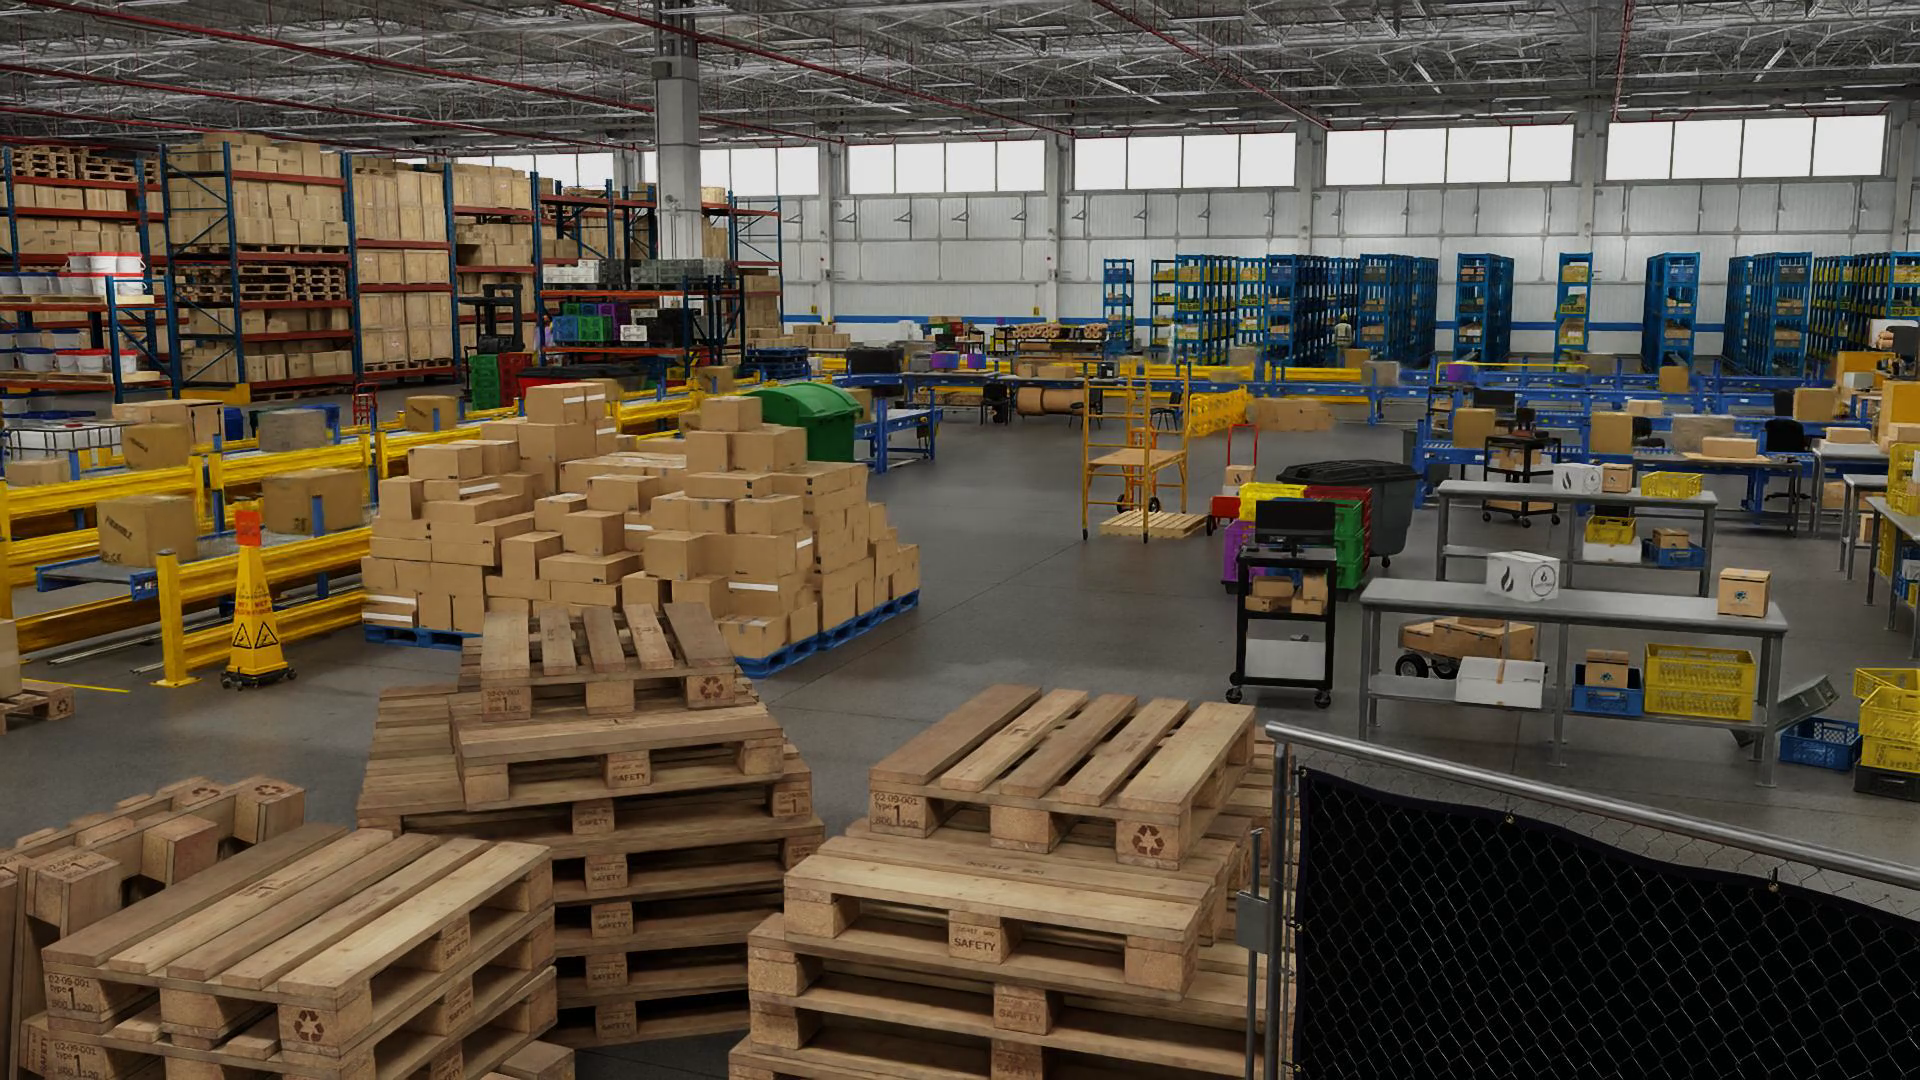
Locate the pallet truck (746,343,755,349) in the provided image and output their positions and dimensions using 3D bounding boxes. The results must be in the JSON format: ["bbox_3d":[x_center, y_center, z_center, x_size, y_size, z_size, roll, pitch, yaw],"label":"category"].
[{"bbox_3d":[-6.183,-4.618,44.264,1.601,1.201,0.680,-9,12,-43],"label":"pallet truck"}]

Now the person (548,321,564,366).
[{"bbox_3d":[-10.750,-4.926,44.307,0.404,1.827,0.600,-2,9,-10],"label":"person"}]

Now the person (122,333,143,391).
[{"bbox_3d":[-21.380,-4.577,42.843,0.503,1.585,0.710,6,11,31],"label":"person"}]

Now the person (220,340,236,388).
[{"bbox_3d":[-19.696,-5.099,44.919,0.624,1.990,1.046,4,10,23],"label":"person"}]

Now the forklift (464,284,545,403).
[{"bbox_3d":[-10.832,-4.702,39.610,1.129,2.768,1.873,3,10,20],"label":"forklift"}]

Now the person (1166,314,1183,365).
[{"bbox_3d":[6.489,-5.849,49.944,0.598,1.895,1.046,6,11,35],"label":"person"}]

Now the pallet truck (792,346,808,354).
[{"bbox_3d":[-3.705,-4.298,42.022,0.653,1.274,1.630,3,10,20],"label":"pallet truck"}]

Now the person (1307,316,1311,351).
[{"bbox_3d":[12.375,-7.347,59.459,0.390,1.846,0.565,2,9,10],"label":"person"}]

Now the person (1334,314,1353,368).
[{"bbox_3d":[11.986,-6.141,51.918,0.599,1.835,0.404,7,12,39],"label":"person"}]

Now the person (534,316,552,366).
[{"bbox_3d":[-11.885,-5.473,47.433,0.561,1.927,0.522,3,9,16],"label":"person"}]
